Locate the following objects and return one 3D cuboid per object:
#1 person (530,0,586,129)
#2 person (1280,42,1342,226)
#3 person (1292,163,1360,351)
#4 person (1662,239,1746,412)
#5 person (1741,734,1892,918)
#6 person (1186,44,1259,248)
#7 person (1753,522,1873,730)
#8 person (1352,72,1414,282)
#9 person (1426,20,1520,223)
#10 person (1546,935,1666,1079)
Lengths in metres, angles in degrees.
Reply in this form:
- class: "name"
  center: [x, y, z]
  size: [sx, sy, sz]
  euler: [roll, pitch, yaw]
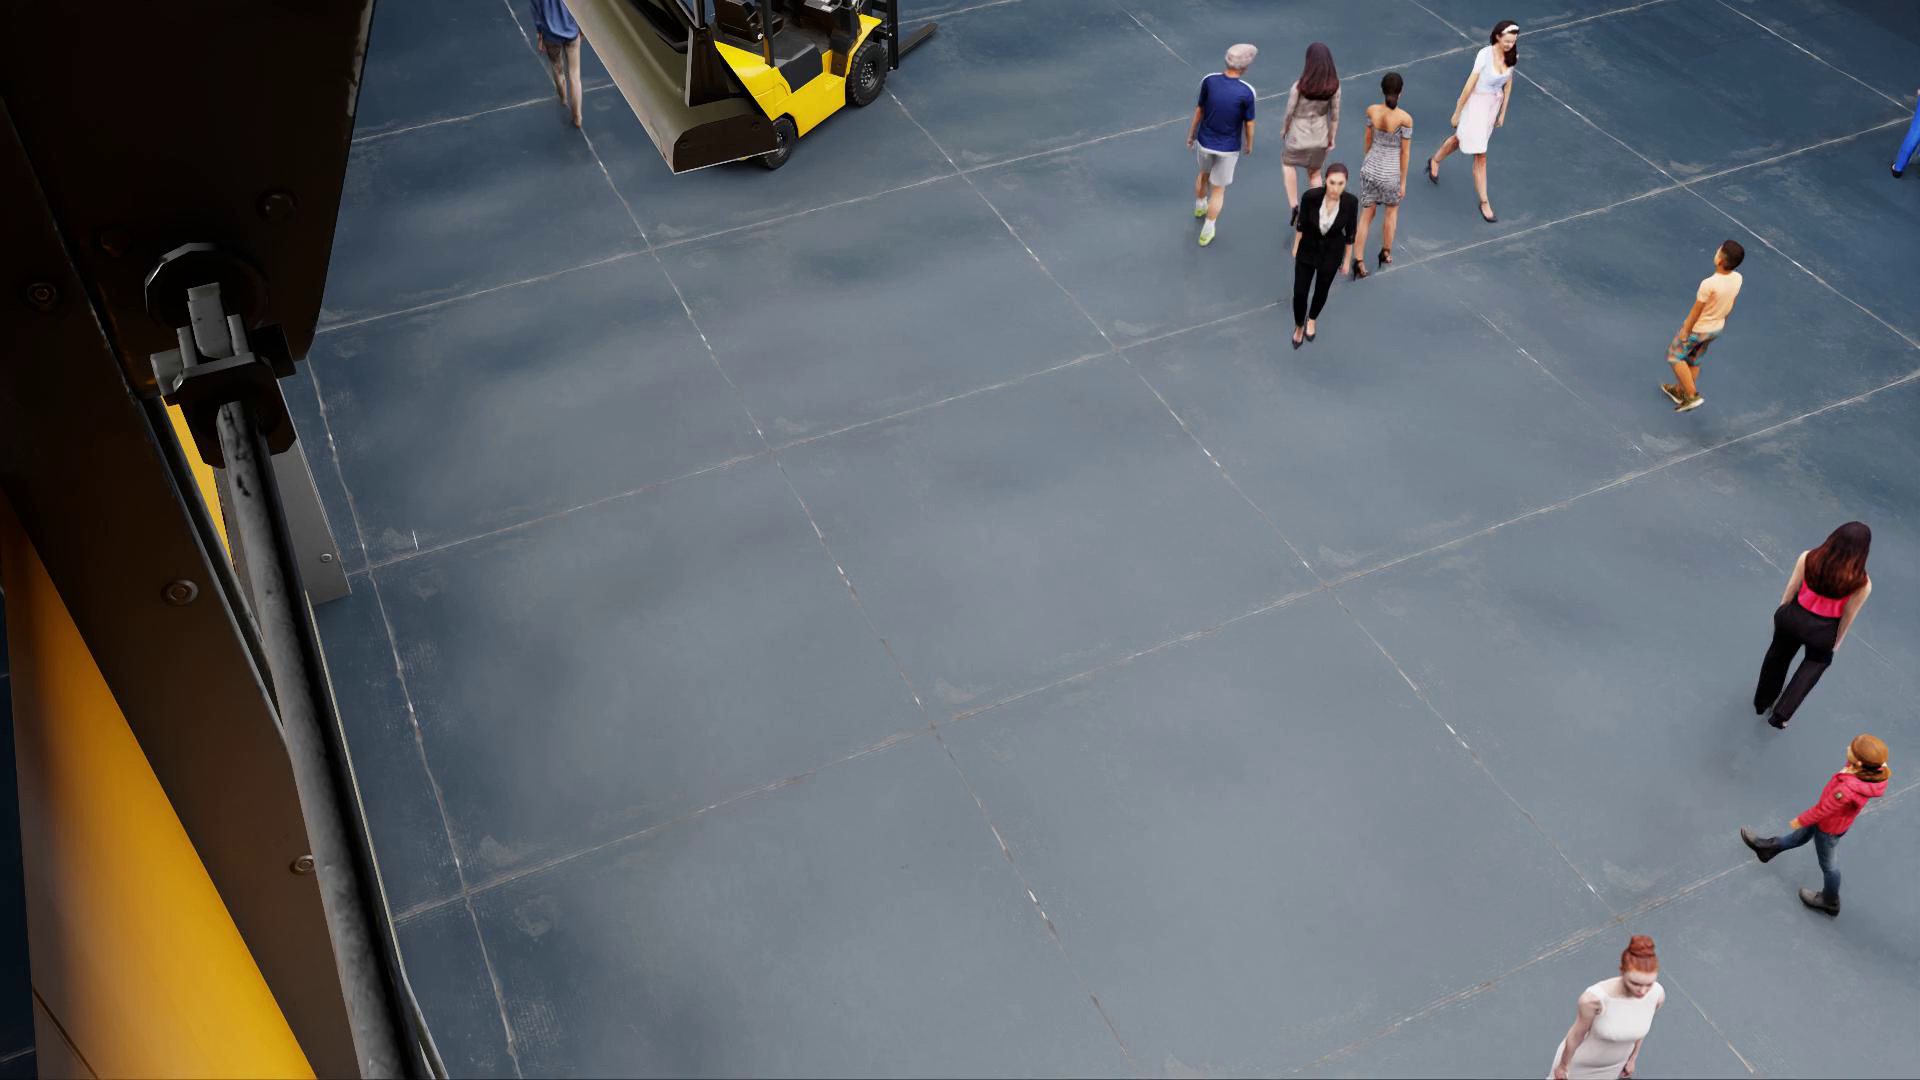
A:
- class: "person"
  center: [-3.731, -4.673, 15.610]
  size: [0.739, 1.675, 0.974]
  euler: [-9, 44, -10]
- class: "person"
  center: [2.967, -3.373, 14.209]
  size: [0.728, 1.727, 0.784]
  euler: [1, 44, 1]
- class: "person"
  center: [2.853, -2.305, 13.147]
  size: [0.740, 1.646, 0.785]
  euler: [7, 44, 8]
- class: "person"
  center: [5.632, -1.567, 12.511]
  size: [0.544, 1.454, 0.682]
  euler: [-16, 46, -16]
- class: "person"
  center: [4.934, 1.618, 9.292]
  size: [0.951, 1.283, 0.719]
  euler: [33, 53, 30]
- class: "person"
  center: [2.172, -3.306, 14.090]
  size: [0.992, 1.794, 1.024]
  euler: [20, 47, 20]
- class: "person"
  center: [5.143, 0.559, 10.137]
  size: [0.742, 1.651, 0.780]
  euler: [31, 52, 29]
- class: "person"
  center: [3.400, -2.939, 13.704]
  size: [0.869, 1.796, 0.808]
  euler: [-33, 53, -30]
- class: "person"
  center: [4.488, -3.752, 14.598]
  size: [0.635, 1.738, 1.224]
  euler: [-18, 47, -18]
- class: "person"
  center: [3.054, 2.476, 8.022]
  size: [0.615, 1.793, 0.564]
  euler: [-6, 44, -6]
